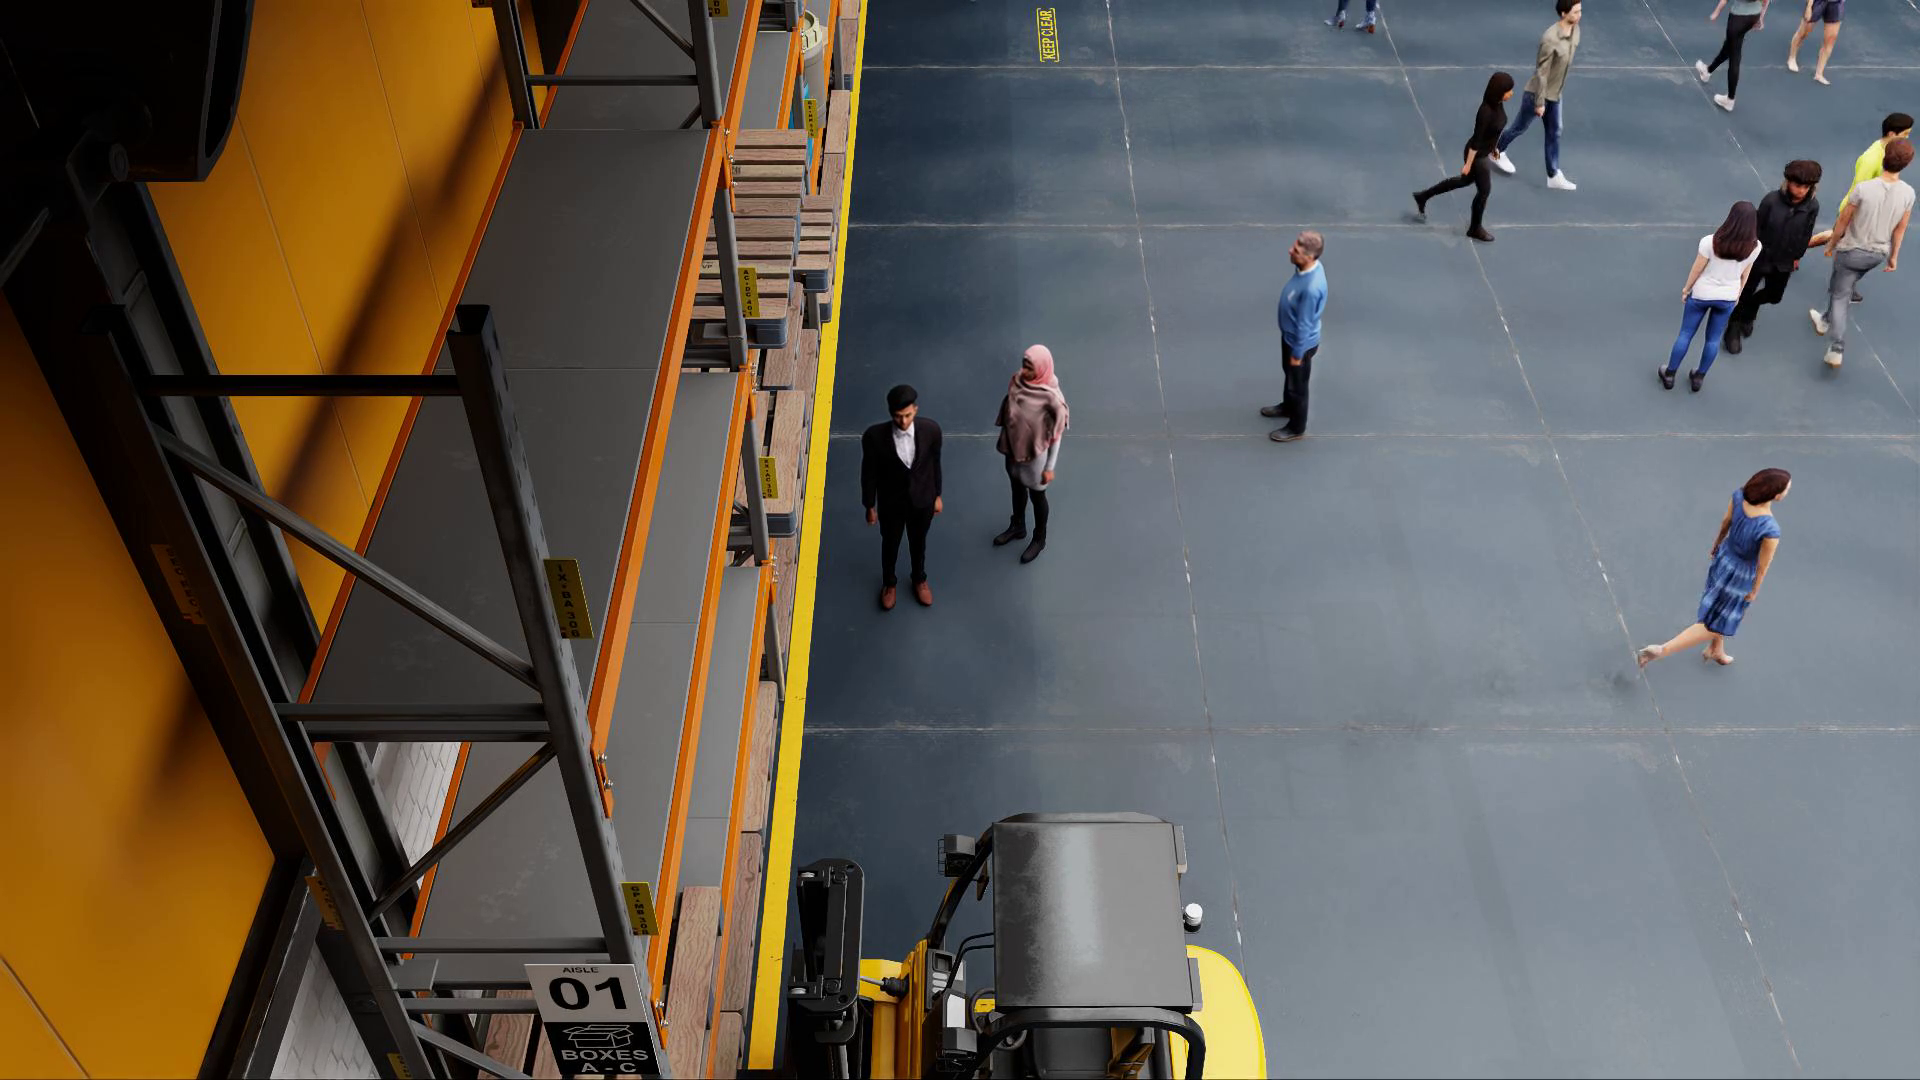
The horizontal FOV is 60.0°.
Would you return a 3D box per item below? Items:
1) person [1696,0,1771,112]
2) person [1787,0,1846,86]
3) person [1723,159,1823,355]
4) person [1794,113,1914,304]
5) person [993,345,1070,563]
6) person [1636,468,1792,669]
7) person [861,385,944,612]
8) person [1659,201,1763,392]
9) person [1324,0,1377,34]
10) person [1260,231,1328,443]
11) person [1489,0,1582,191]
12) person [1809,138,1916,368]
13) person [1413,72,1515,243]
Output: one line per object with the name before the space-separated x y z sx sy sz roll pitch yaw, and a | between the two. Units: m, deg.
person | 7.701 -5.034 16.283 0.766 1.714 1.072 -12 45 -12
person | 8.758 -5.481 16.879 0.583 1.539 0.825 -1 44 -1
person | 6.527 -2.342 13.426 0.686 1.758 0.749 6 44 7
person | 7.499 -2.838 13.996 1.029 1.688 1.032 27 50 25
person | 0.486 -0.613 11.578 0.796 1.803 0.736 -34 53 -31
person | 4.884 0.263 10.672 0.823 1.784 1.037 -8 44 -8
person | -0.367 -0.301 11.194 0.745 1.881 0.626 -8 44 -9
person | 5.885 -1.881 12.996 0.640 1.683 0.606 10 44 10
person | 4.358 -6.105 17.486 0.864 1.604 0.828 22 48 21
person | 2.574 -1.559 12.564 0.693 1.813 0.484 -1 44 -1
person | 5.281 -4.129 15.258 1.167 1.817 1.275 -30 51 -28
person | 7.178 -2.233 13.244 0.685 1.850 1.092 3 44 4
person | 4.485 -3.404 14.650 0.901 1.607 1.050 16 46 16
